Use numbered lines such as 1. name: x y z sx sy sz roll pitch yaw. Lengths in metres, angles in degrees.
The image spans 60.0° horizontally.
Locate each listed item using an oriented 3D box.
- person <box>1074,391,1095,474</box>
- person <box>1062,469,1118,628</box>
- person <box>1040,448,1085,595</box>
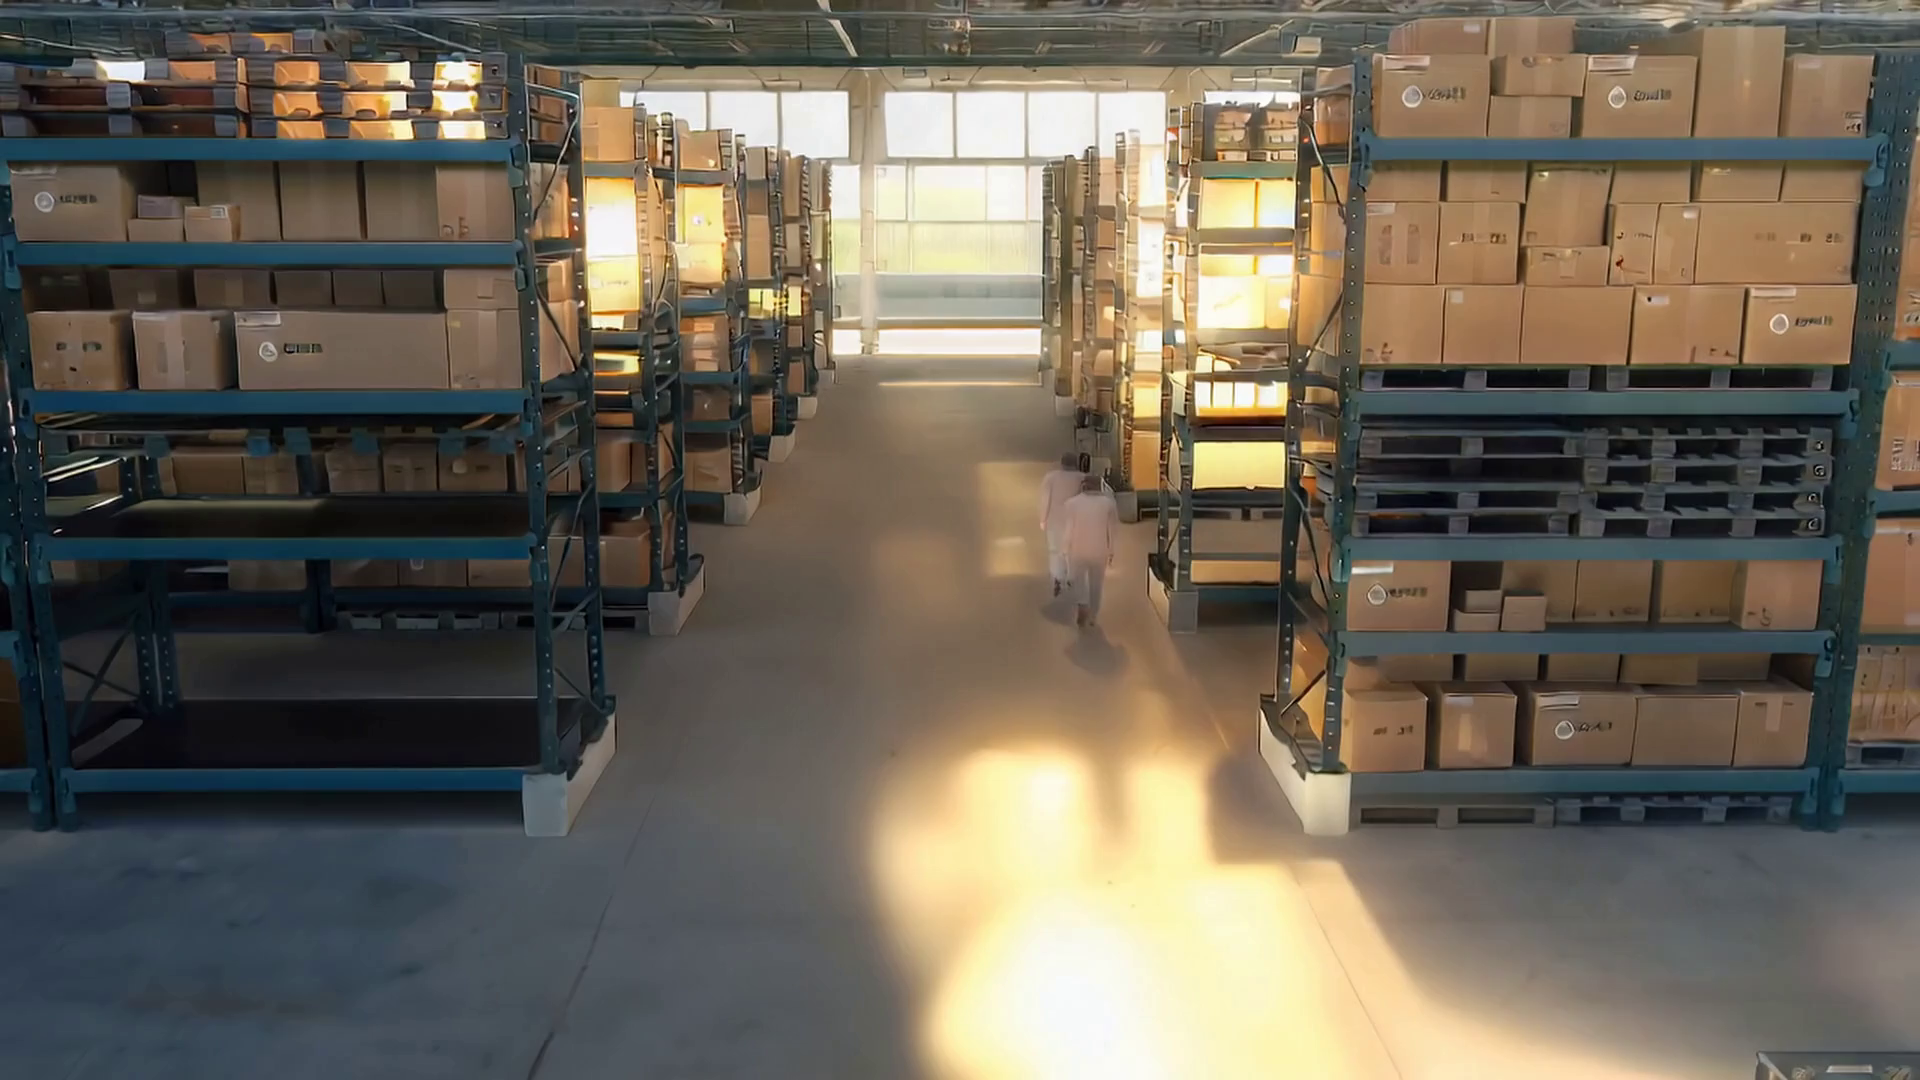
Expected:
1. person: 2.228 -1.807 29.622 0.320 1.690 0.537 -7 13 -31
2. person: 1.533 0.106 19.636 0.665 1.888 0.433 -1 11 -3
3. person: 1.356 -0.249 21.441 0.649 1.878 0.815 0 11 0
